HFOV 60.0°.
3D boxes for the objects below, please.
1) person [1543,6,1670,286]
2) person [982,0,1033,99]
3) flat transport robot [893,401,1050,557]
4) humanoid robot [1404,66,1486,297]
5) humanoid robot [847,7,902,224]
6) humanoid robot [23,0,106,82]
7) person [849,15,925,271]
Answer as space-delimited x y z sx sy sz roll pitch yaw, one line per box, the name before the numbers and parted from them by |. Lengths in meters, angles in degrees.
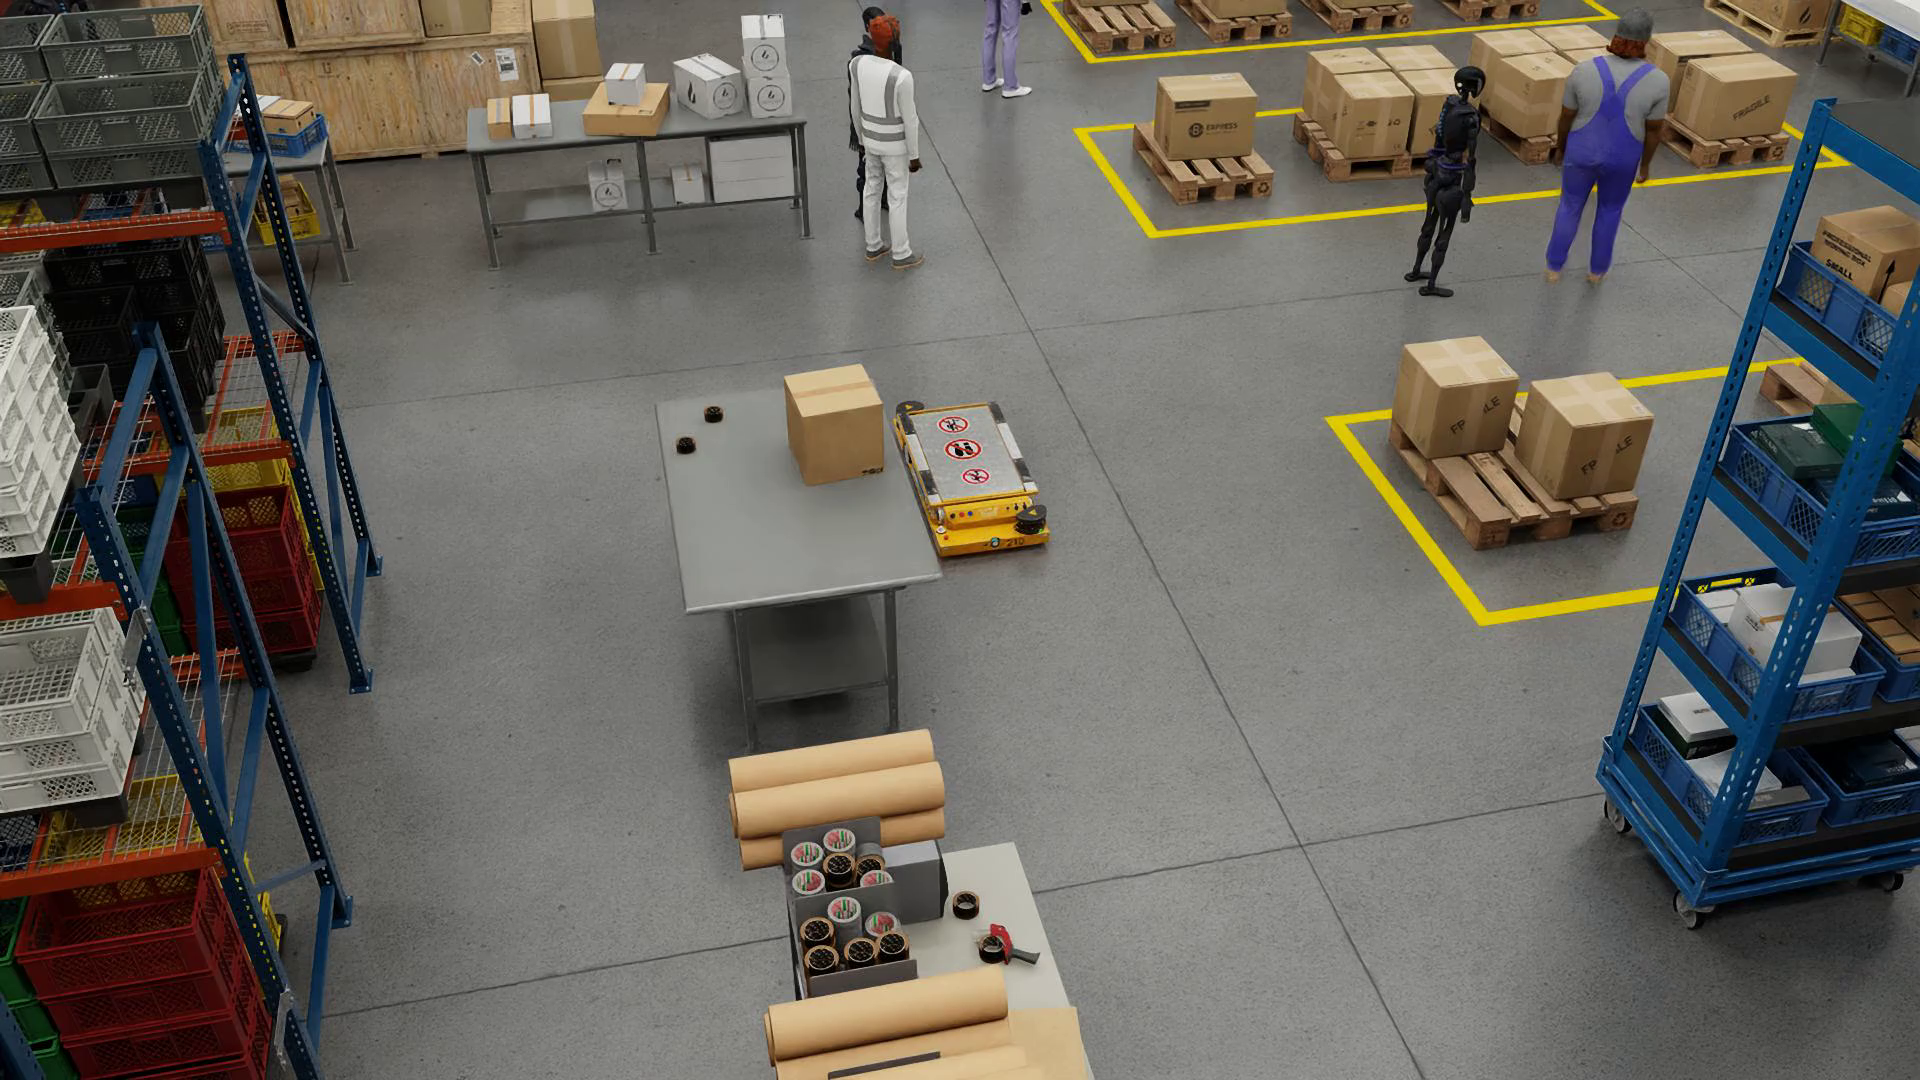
person | 4.578 -2.783 11.812 0.689 2.000 0.537 14 39 18
person | 0.398 -4.894 14.741 0.593 1.926 0.363 30 46 34
flat transport robot | 0.046 -0.430 10.108 0.652 0.197 1.431 -8 37 -10
humanoid robot | 3.472 -2.555 11.796 0.311 1.657 0.616 -6 37 -8
humanoid robot | -0.630 -3.250 12.730 0.584 1.657 0.327 -31 46 -35
humanoid robot | -7.236 -3.868 13.561 0.313 1.657 0.613 21 41 25
person | -0.524 -2.864 12.051 0.573 1.882 0.356 24 43 29
